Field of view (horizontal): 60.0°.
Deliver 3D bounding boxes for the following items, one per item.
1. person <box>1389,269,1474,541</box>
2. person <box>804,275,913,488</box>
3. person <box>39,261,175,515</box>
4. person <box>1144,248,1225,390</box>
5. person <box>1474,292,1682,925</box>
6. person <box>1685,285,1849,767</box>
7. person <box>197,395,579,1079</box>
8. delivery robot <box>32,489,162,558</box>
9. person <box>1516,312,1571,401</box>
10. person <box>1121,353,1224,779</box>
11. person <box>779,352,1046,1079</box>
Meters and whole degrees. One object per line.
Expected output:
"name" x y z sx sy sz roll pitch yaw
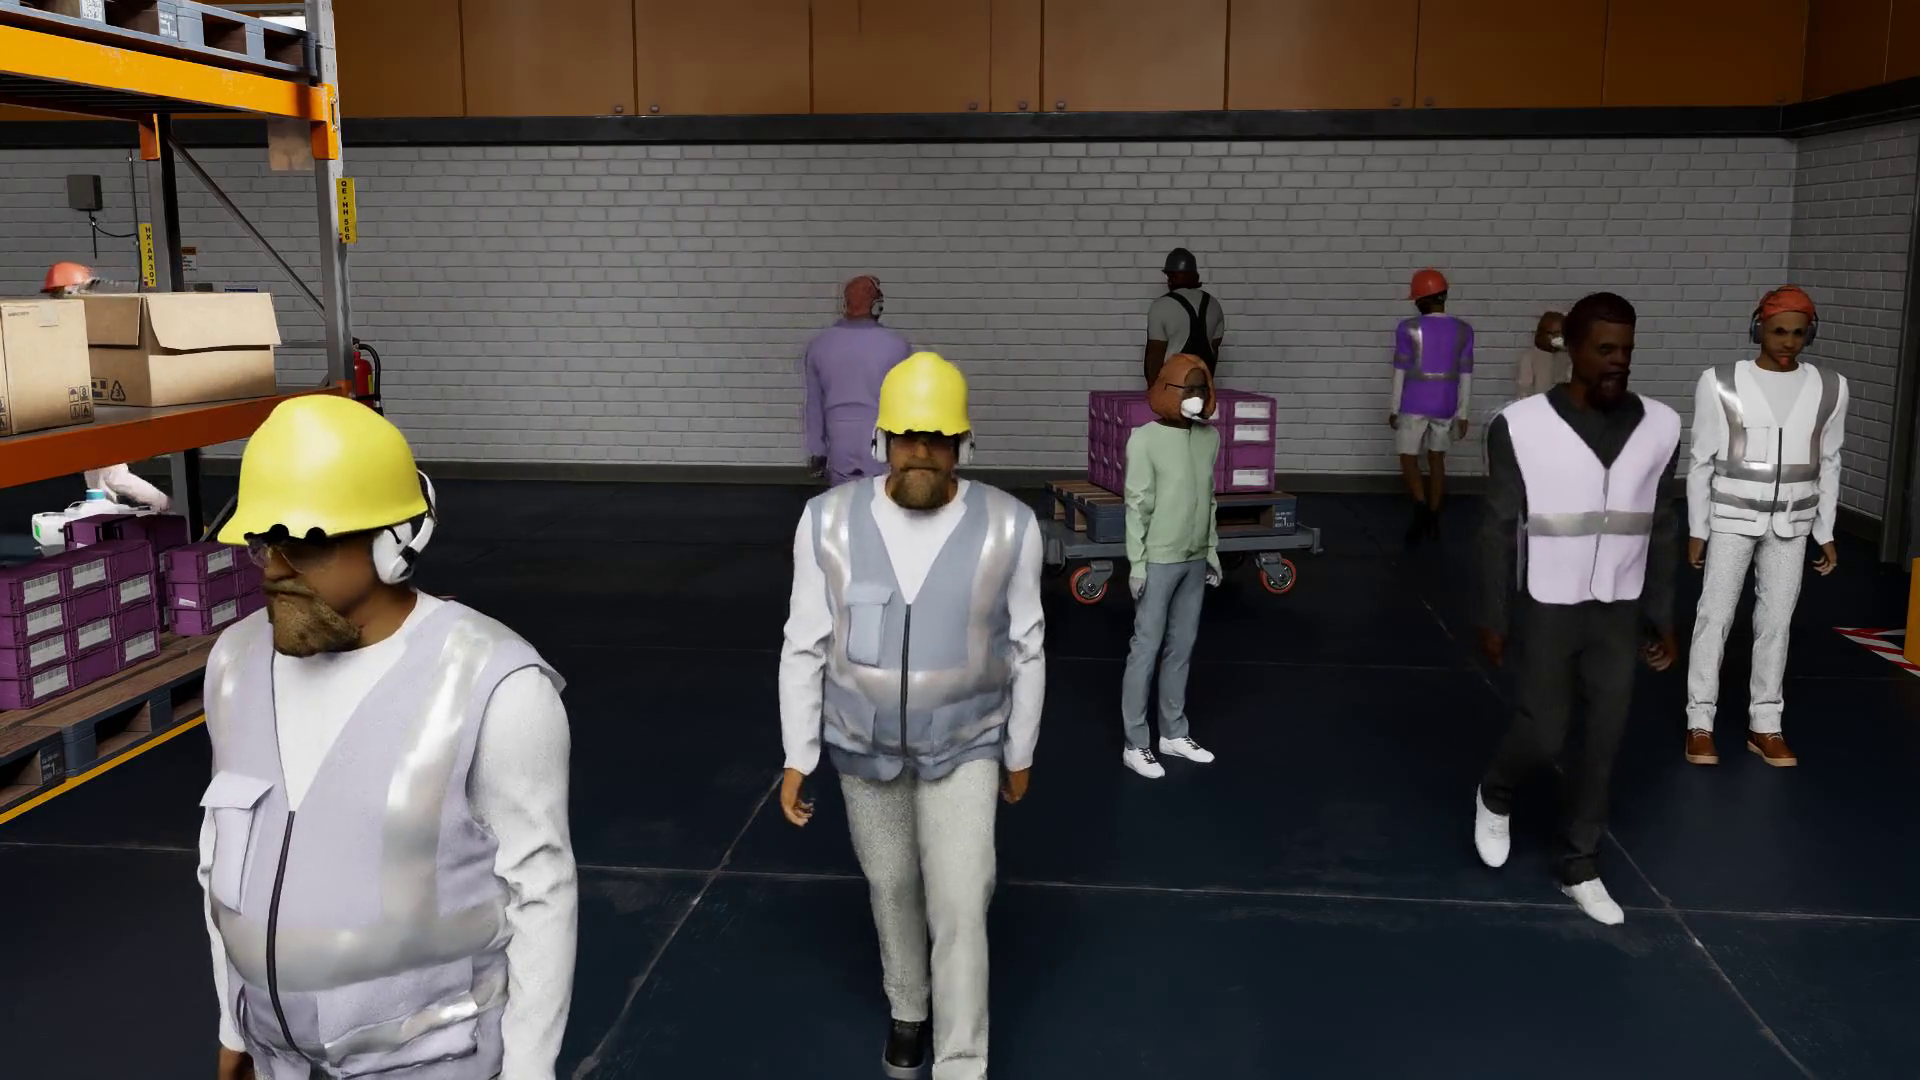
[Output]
"person" 3.300 -0.939 11.607 0.554 1.892 0.770 -1 10 -4
"person" -0.561 -0.509 9.177 0.649 1.891 0.610 4 11 23
"person" -5.434 -0.811 10.735 0.766 1.965 0.669 -6 11 -29
"person" 1.672 -1.243 12.929 0.682 2.000 0.538 -6 12 -32
"person" 1.873 0.195 5.107 0.598 1.905 0.505 -2 10 -9
"person" 3.137 -0.046 6.514 0.574 1.887 0.361 1 10 7
"person" -0.844 0.702 2.401 0.600 1.827 0.404 3 10 19
"delivery robot" -5.280 -0.069 10.189 0.707 0.478 0.477 -5 11 -26
"person" 4.101 -0.809 11.726 0.525 1.587 0.839 -5 11 -26
"person" 0.833 0.093 6.447 0.507 1.631 0.276 -9 13 -41
"person" -0.117 0.481 3.775 0.598 1.788 0.913 1 10 7
